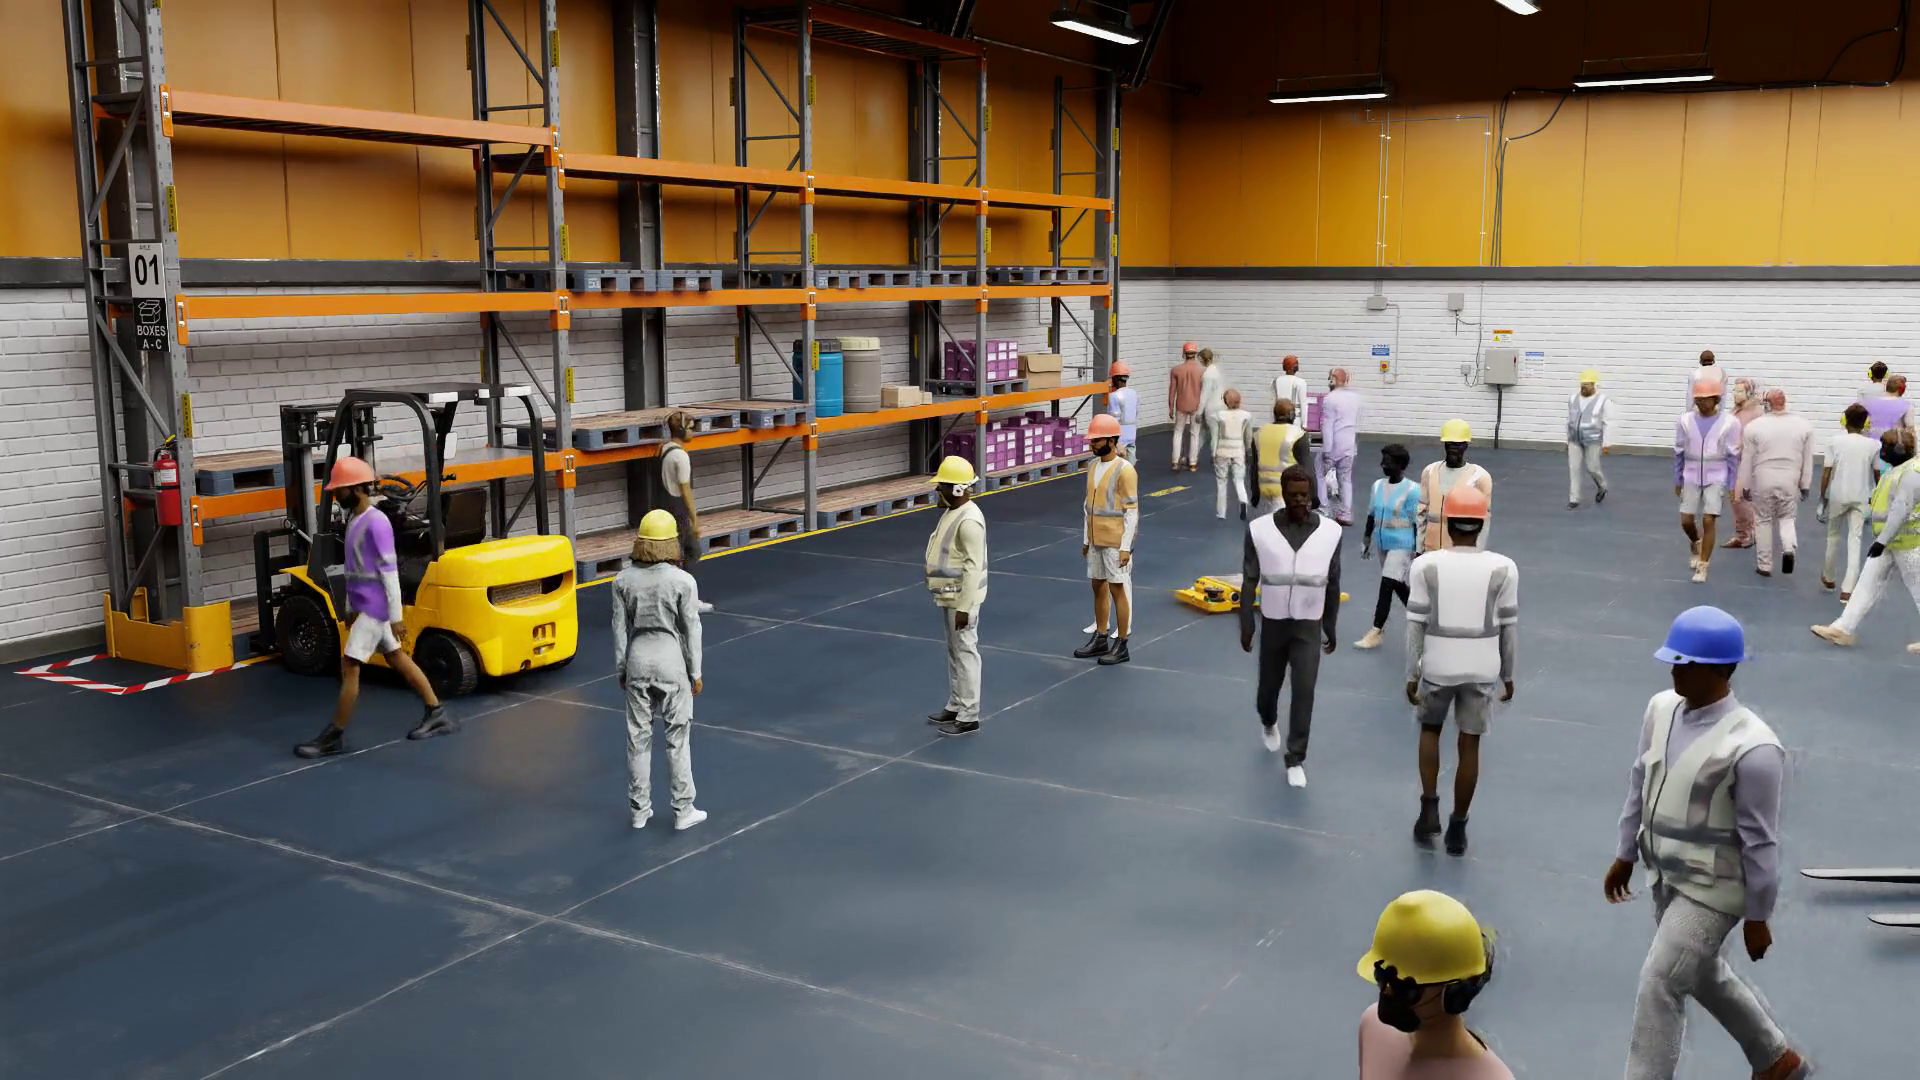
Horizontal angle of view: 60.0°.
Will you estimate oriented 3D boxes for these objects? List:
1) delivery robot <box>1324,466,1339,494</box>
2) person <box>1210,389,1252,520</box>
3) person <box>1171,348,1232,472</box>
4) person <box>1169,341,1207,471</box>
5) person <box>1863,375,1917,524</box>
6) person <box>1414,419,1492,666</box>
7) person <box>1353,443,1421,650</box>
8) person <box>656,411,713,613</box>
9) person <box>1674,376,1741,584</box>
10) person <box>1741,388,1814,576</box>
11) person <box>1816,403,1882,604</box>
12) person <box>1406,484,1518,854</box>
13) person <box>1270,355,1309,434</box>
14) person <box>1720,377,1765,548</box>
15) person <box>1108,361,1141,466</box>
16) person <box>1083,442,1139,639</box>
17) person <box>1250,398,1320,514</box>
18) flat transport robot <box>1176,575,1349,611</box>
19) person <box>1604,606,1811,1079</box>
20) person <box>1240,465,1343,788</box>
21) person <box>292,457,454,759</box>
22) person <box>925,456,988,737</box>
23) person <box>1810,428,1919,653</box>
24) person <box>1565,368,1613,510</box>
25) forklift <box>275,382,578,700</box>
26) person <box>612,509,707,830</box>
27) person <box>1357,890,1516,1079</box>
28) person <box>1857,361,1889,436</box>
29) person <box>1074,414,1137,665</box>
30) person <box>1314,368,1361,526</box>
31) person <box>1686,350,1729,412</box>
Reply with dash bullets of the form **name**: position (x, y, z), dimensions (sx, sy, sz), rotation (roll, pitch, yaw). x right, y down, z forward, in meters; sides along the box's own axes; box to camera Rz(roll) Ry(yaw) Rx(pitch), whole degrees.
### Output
- **delivery robot**: position (4.795, -0.855, 22.145), dimensions (0.477, 0.478, 0.707), rotation (-7, 11, -37)
- **person**: position (3.305, -1.021, 20.179), dimensions (0.522, 1.622, 0.610), rotation (-1, 9, -4)
- **person**: position (3.739, -1.963, 25.243), dimensions (1.033, 1.881, 0.638), rotation (2, 9, 12)
- **person**: position (3.500, -2.027, 25.297), dimensions (0.639, 1.989, 0.457), rotation (2, 9, 12)
- **person**: position (11.211, -1.090, 20.058), dimensions (0.992, 1.791, 0.593), rotation (-4, 10, -24)
- **person**: position (3.685, 0.051, 12.501), dimensions (0.355, 1.930, 0.587), rotation (-9, 13, -43)
- **person**: position (3.535, 0.035, 13.455), dimensions (0.856, 1.657, 0.538), rotation (-5, 10, -27)
- **person**: position (-2.361, -0.207, 14.440), dimensions (0.687, 1.819, 0.557), rotation (-4, 10, -25)
- **person**: position (7.299, -0.596, 16.263), dimensions (0.612, 2.022, 0.594), rotation (7, 11, 36)
- **person**: position (8.063, -0.558, 16.451), dimensions (0.649, 1.883, 0.476), rotation (2, 9, 13)
- **person**: position (8.222, -0.354, 15.380), dimensions (0.556, 1.813, 0.989), rotation (3, 10, 20)
- **person**: position (2.613, 0.666, 8.682), dimensions (0.564, 1.917, 0.489), rotation (3, 9, 16)
- **person**: position (4.580, -1.624, 23.116), dimensions (0.599, 1.881, 0.387), rotation (8, 12, 43)
- **person**: position (8.501, -0.829, 18.111), dimensions (0.420, 1.888, 0.662), rotation (-1, 9, -5)
- **person**: position (1.976, -1.231, 20.476), dimensions (0.368, 1.939, 0.542), rotation (8, 12, 41)
- **person**: position (1.256, -0.006, 13.765), dimensions (0.307, 1.639, 0.525), rotation (-8, 12, -40)
- **person**: position (3.179, -0.458, 16.036), dimensions (0.794, 1.807, 0.646), rotation (-6, 11, -34)
- **flat transport robot**: position (2.760, 0.451, 15.166), dimensions (1.431, 0.197, 0.652), rotation (-3, 10, -20)
- **person**: position (2.594, 1.150, 5.728), dimensions (0.932, 1.914, 0.609), rotation (-1, 9, -8)
- **person**: position (1.983, 0.470, 10.034), dimensions (0.594, 1.893, 0.835), rotation (1, 9, 6)
- **person**: position (-3.706, 0.402, 10.507), dimensions (1.011, 1.879, 0.552), rotation (-5, 11, -30)
- **person**: position (-0.028, 0.363, 10.852), dimensions (0.403, 1.835, 0.586), rotation (-2, 9, -11)
- **person**: position (7.414, 0.010, 13.229), dimensions (0.994, 1.786, 0.635), rotation (2, 9, 9)
- **person**: position (8.044, -1.296, 21.279), dimensions (0.711, 1.812, 0.598), rotation (-9, 13, -43)
- **forklift**: position (-3.974, -0.067, 12.417), dimensions (2.313, 2.155, 1.214), rotation (5, 11, 30)
- **person**: position (-1.628, 0.700, 9.031), dimensions (0.492, 1.742, 0.320), rotation (2, 9, 10)
- **person**: position (0.903, 1.582, 3.477), dimensions (0.591, 1.747, 0.547), rotation (-4, 10, -25)
- **person**: position (11.960, -1.404, 21.776), dimensions (0.528, 1.869, 0.313), rotation (2, 9, 10)
- **person**: position (1.114, -0.005, 12.830), dimensions (0.371, 1.935, 0.551), rotation (-6, 11, -32)
- **person**: position (4.450, -1.115, 19.925), dimensions (0.663, 1.881, 0.663), rotation (-7, 12, -39)
- **person**: position (11.408, -1.984, 25.493), dimensions (0.624, 1.841, 0.430), rotation (0, 9, -2)
